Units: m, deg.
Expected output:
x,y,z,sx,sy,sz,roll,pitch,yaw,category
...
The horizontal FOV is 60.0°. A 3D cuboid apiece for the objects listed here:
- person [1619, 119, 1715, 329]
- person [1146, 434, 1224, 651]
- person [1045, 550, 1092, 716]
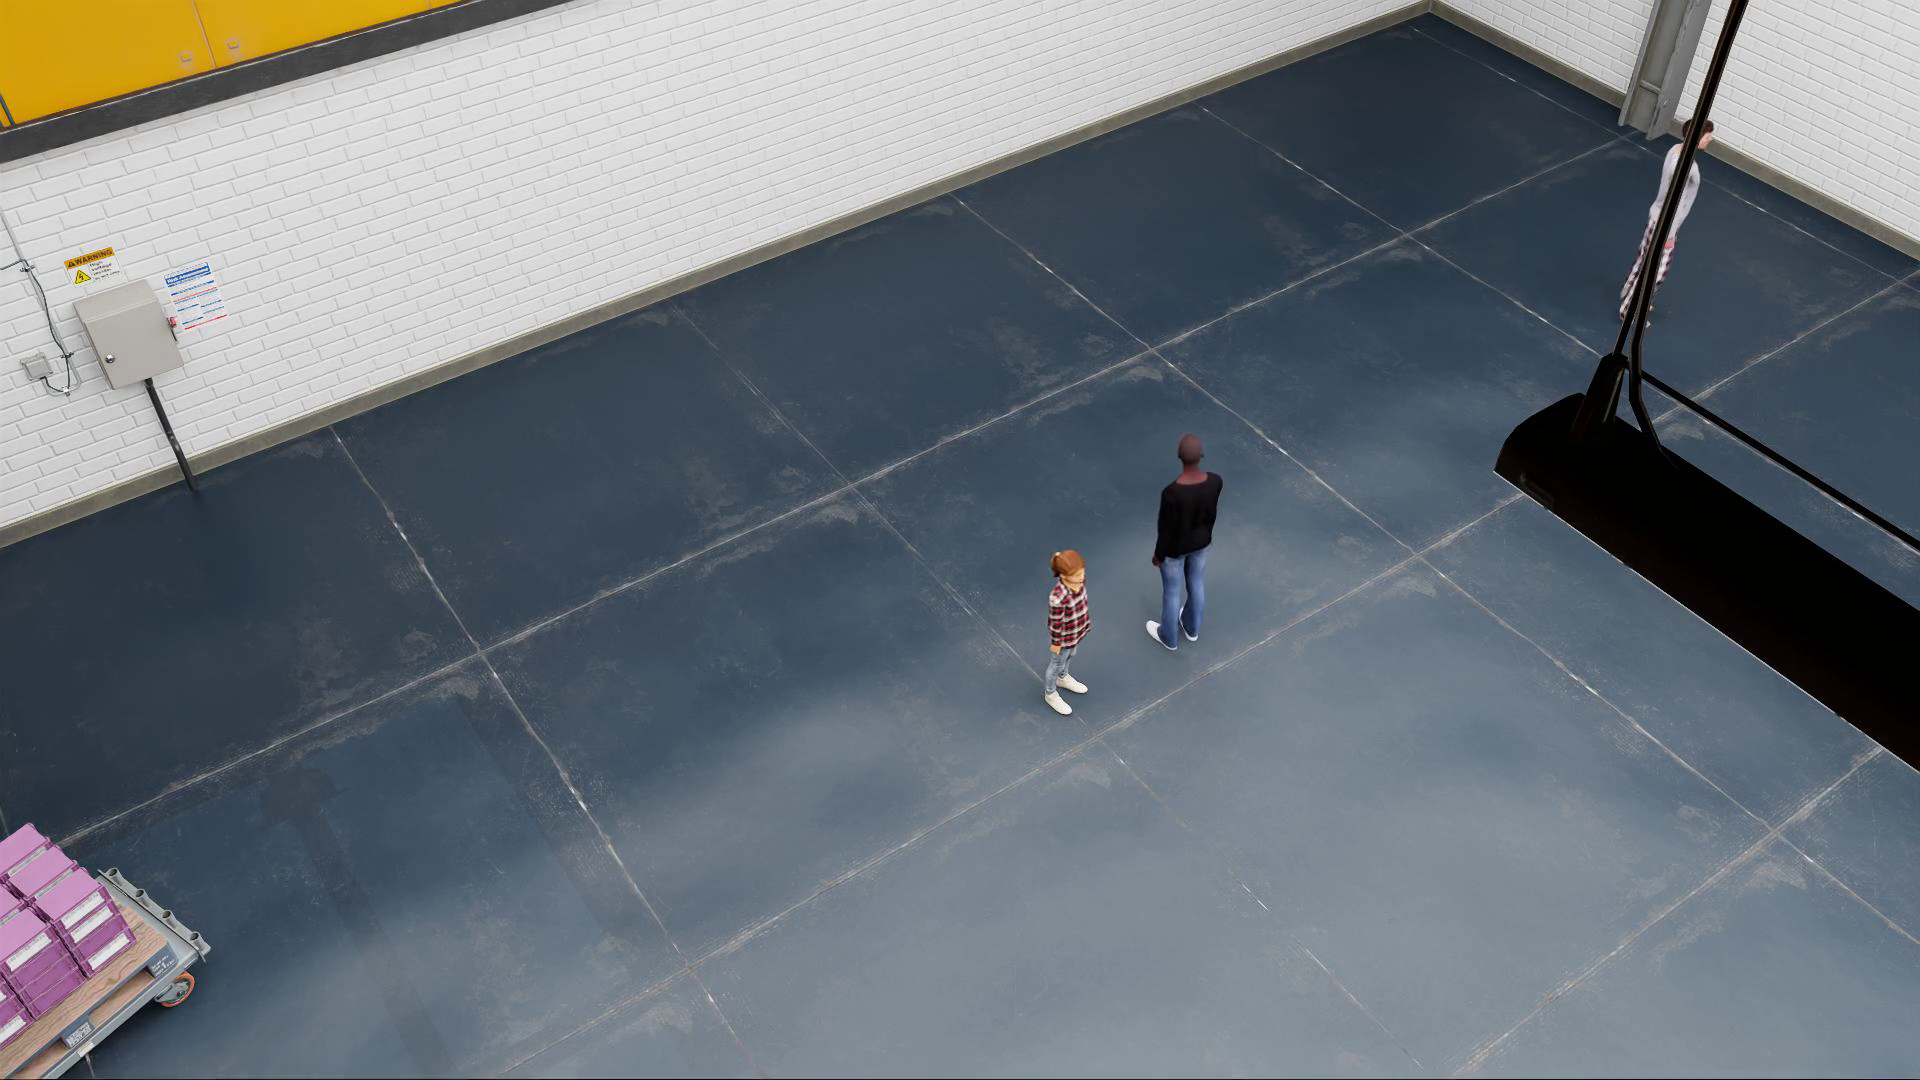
x,y,z,sx,sy,sz,roll,pitch,yaw,category
5.740,-2.616,13.581,0.745,1.852,0.699,9,44,10,person
1.476,0.030,10.881,0.629,1.746,0.589,-17,46,-17,person
0.678,0.552,10.652,0.611,1.305,0.602,24,48,23,person
